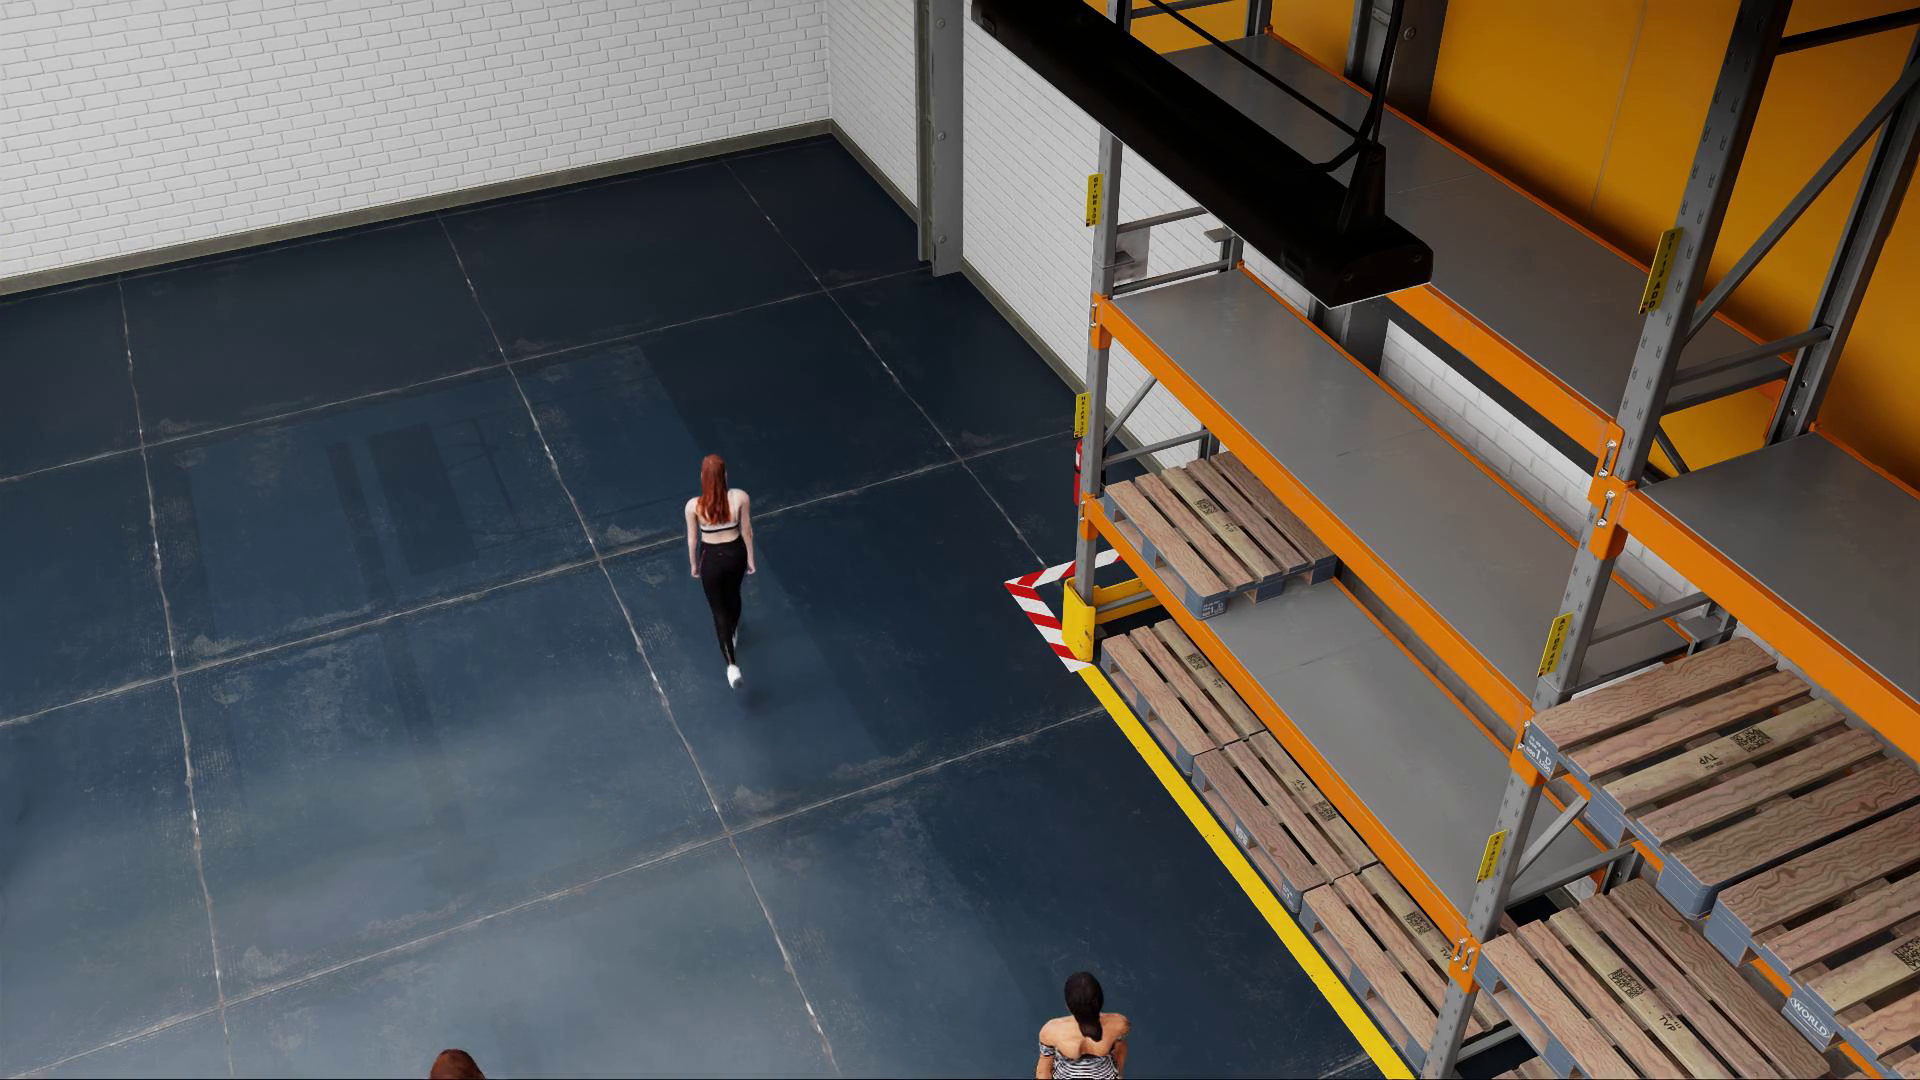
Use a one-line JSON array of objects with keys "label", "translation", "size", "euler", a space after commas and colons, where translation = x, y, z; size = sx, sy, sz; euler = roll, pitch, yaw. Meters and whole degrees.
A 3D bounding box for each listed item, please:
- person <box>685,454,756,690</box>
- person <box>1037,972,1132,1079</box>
[{"label": "person", "translation": [-1.556, 0.216, 11.017], "size": [0.731, 1.719, 1.136], "euler": [-9, 39, -11]}, {"label": "person", "translation": [0.600, 2.697, 7.843], "size": [0.847, 1.802, 1.088], "euler": [-2, 39, -3]}]
